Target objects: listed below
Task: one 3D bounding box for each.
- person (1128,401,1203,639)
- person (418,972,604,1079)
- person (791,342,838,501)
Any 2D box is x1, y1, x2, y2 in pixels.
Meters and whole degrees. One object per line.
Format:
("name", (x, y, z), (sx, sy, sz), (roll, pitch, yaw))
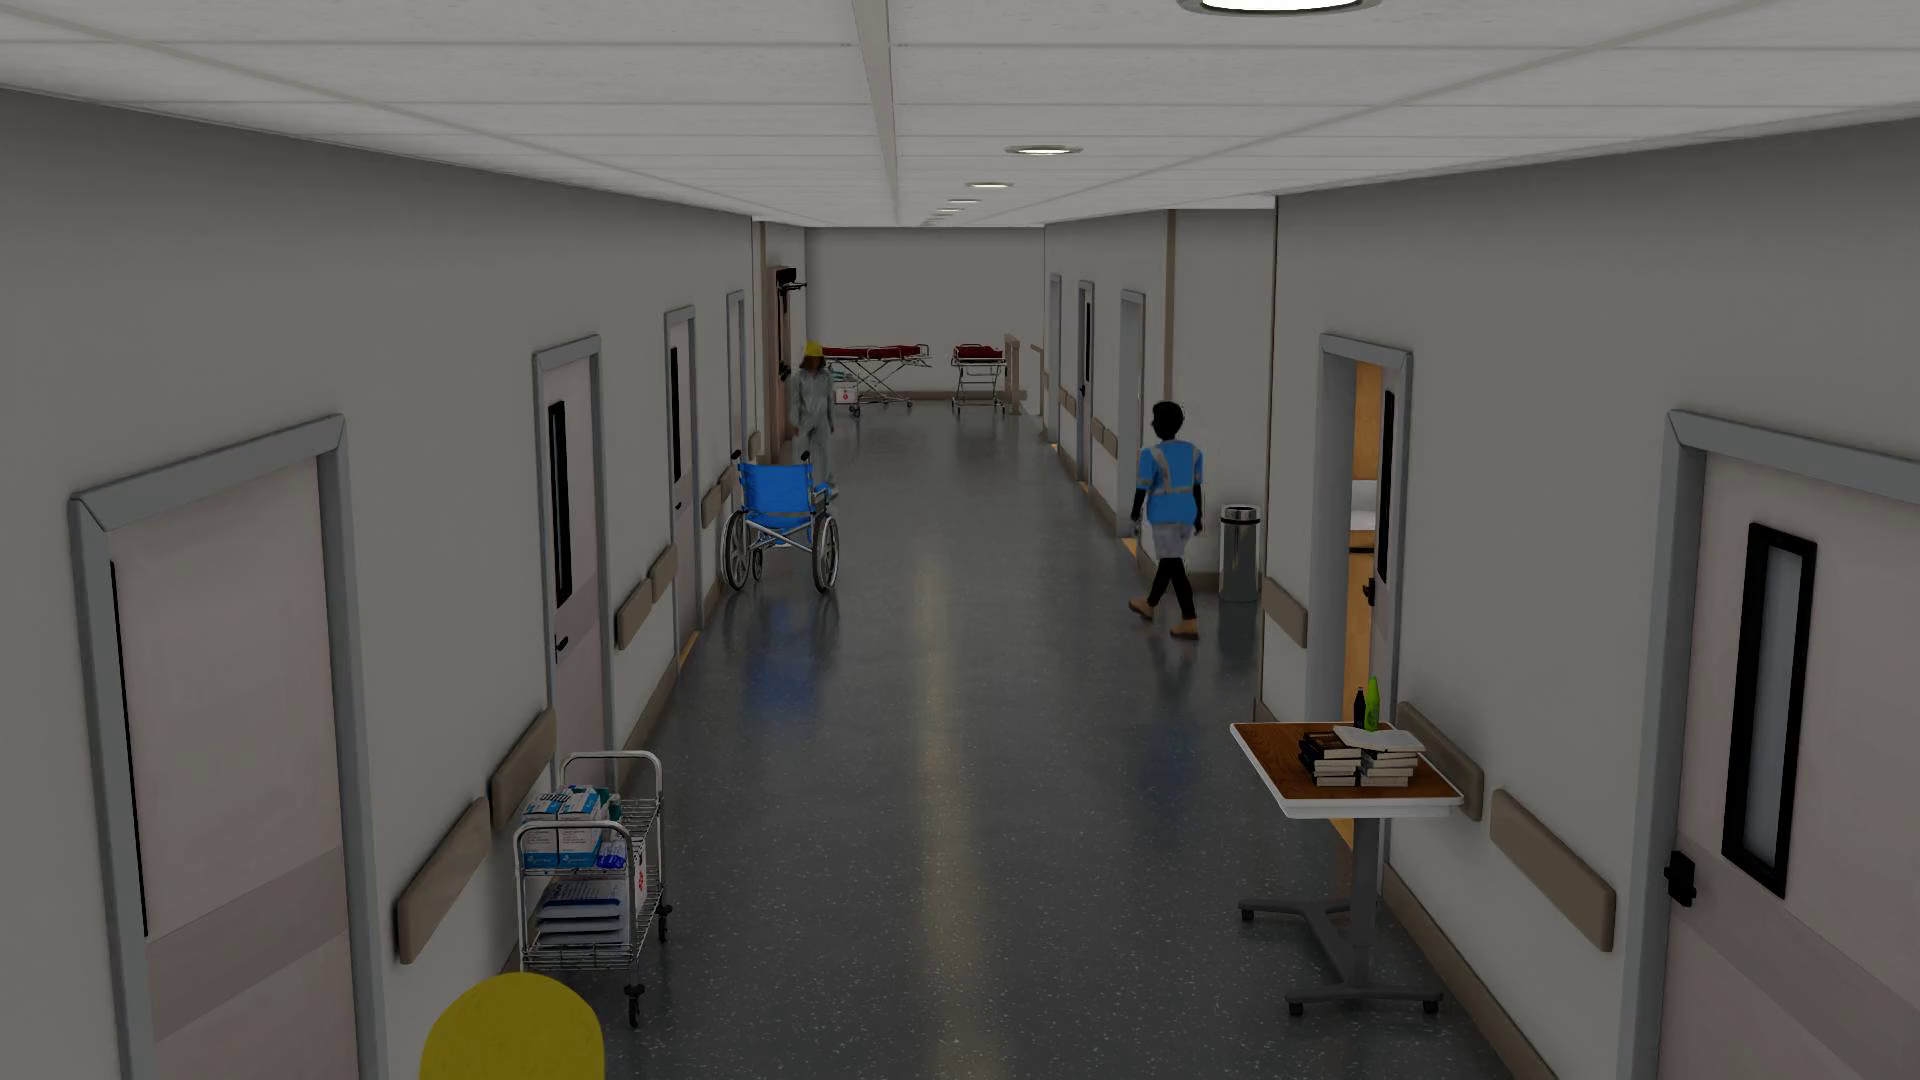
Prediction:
("person", (1.454, -0.161, 11.833), (0.549, 1.640, 0.881), (-8, 13, -36))
("person", (-0.512, 1.462, 2.053), (0.585, 1.920, 0.373), (0, 10, -2))
("person", (-1.555, -1.264, 17.837), (0.505, 1.691, 0.880), (-4, 11, -21))
